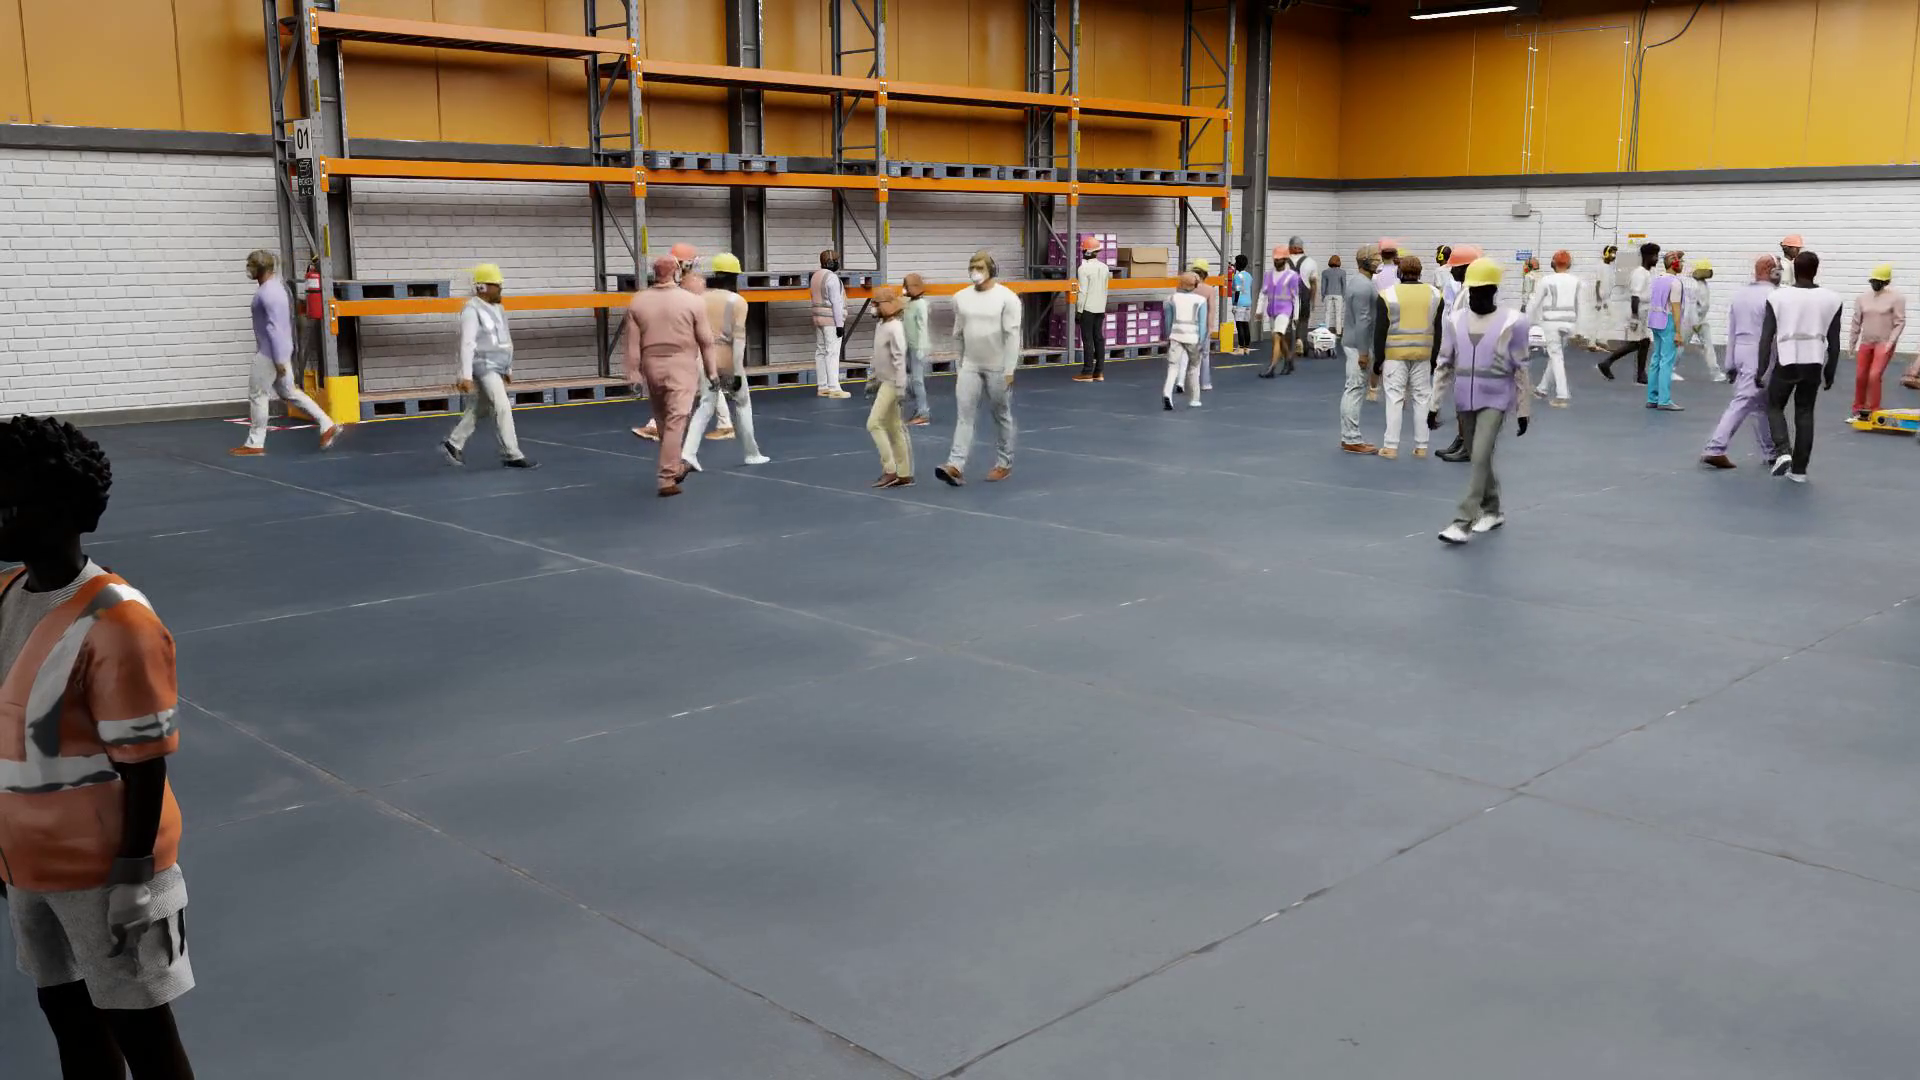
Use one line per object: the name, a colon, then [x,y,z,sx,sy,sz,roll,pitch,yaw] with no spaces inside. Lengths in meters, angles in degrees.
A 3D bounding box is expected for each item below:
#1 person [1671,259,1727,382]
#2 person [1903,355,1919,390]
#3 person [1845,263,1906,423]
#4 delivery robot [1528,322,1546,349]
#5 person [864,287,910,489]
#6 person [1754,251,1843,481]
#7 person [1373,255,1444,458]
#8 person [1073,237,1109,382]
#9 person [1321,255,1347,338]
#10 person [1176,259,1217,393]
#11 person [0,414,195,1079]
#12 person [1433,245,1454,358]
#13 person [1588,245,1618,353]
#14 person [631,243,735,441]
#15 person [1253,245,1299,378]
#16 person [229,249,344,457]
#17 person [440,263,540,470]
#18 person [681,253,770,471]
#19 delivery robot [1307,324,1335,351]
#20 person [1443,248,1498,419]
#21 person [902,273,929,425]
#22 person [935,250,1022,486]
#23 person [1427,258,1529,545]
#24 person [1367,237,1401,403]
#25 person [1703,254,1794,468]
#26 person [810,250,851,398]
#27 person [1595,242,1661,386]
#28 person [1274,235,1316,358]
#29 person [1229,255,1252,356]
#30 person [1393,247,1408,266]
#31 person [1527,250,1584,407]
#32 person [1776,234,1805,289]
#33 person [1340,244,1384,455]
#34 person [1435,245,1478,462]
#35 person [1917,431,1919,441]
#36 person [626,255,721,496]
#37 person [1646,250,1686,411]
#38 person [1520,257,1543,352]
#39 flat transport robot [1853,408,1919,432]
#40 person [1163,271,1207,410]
person: [10.222,-3.028,22.981,0.500,1.691,0.924,-9,13,-39]
person: [12.878,-2.851,21.616,1.011,1.858,0.665,8,13,36]
person: [9.751,-2.071,17.694,0.468,1.721,0.570,-6,12,-31]
delivery robot: [9.645,-3.418,27.983,0.707,0.478,0.477,8,13,38]
person: [-0.610,-1.212,13.324,0.513,1.615,0.509,-2,11,-13]
person: [6.907,-1.427,13.732,0.666,1.893,0.453,2,11,10]
person: [4.057,-1.658,15.129,0.624,1.845,0.430,0,10,-2]
person: [1.820,-3.199,23.107,0.372,1.997,0.621,9,14,40]
person: [7.385,-4.807,32.869,0.497,1.633,0.279,5,11,24]
person: [3.037,-2.767,21.500,0.532,1.724,0.899,4,11,22]
person: [-1.684,0.607,3.176,0.534,1.697,0.318,6,12,31]
person: [7.241,-3.494,25.051,0.328,1.876,0.514,10,14,44]
person: [11.132,-4.140,28.649,0.574,1.841,0.569,-8,13,-39]
person: [-2.705,-1.929,16.340,1.030,1.940,0.609,-7,12,-32]
person: [4.607,-3.272,23.833,1.005,1.896,0.543,-10,14,-42]
person: [-6.243,-1.715,15.296,0.943,1.911,0.642,-3,11,-15]
person: [-4.142,-1.502,14.414,0.911,1.800,0.597,2,11,8]
person: [-2.088,-1.536,14.385,0.604,1.880,1.003,7,12,33]
delivery robot: [5.965,-3.323,27.461,0.477,0.478,0.707,0,10,1]
person: [5.502,-2.200,17.976,0.543,1.895,1.010,4,11,22]
person: [-0.508,-2.027,17.735,0.348,1.620,0.529,-4,11,-22]
person: [0.161,-1.369,13.404,0.647,1.890,0.997,5,12,27]
person: [3.447,-0.928,11.073,1.010,1.870,0.615,-10,14,-44]
person: [5.084,-2.597,19.797,0.599,2.012,0.880,1,10,4]
person: [6.962,-1.545,14.489,1.014,1.858,0.634,-1,10,-5]
person: [-1.622,-2.699,20.808,0.429,1.844,0.625,-6,12,-32]
person: [9.060,-3.040,22.415,0.723,1.938,0.649,6,12,30]
person: [5.458,-3.970,27.195,0.699,2.000,0.603,2,11,13]
person: [4.740,-3.955,28.050,0.319,1.695,0.538,7,13,35]
person: [7.822,-4.269,29.452,0.509,1.808,0.616,-1,10,-5]
person: [7.093,-2.535,19.925,0.596,1.831,0.990,-3,11,-14]
person: [11.612,-3.277,23.415,0.395,2.040,0.609,5,12,25]
person: [3.730,-1.767,15.459,0.378,1.940,0.629,2,11,10]
person: [4.499,-1.663,14.914,0.375,1.931,0.542,1,10,7]
person: [5.930,-0.665,9.768,0.532,1.831,0.958,7,12,32]
person: [-2.239,-1.314,13.203,0.649,1.862,0.971,3,11,15]
person: [8.194,-2.429,19.310,0.390,1.850,0.563,-1,10,-4]
person: [9.914,-4.075,28.861,0.513,1.640,0.309,-9,14,-42]
flat transport robot: [9.879,-1.173,16.769,0.652,0.197,1.431,-5,12,-25]
person: [2.612,-2.329,19.407,0.512,1.611,0.783,5,12,26]
